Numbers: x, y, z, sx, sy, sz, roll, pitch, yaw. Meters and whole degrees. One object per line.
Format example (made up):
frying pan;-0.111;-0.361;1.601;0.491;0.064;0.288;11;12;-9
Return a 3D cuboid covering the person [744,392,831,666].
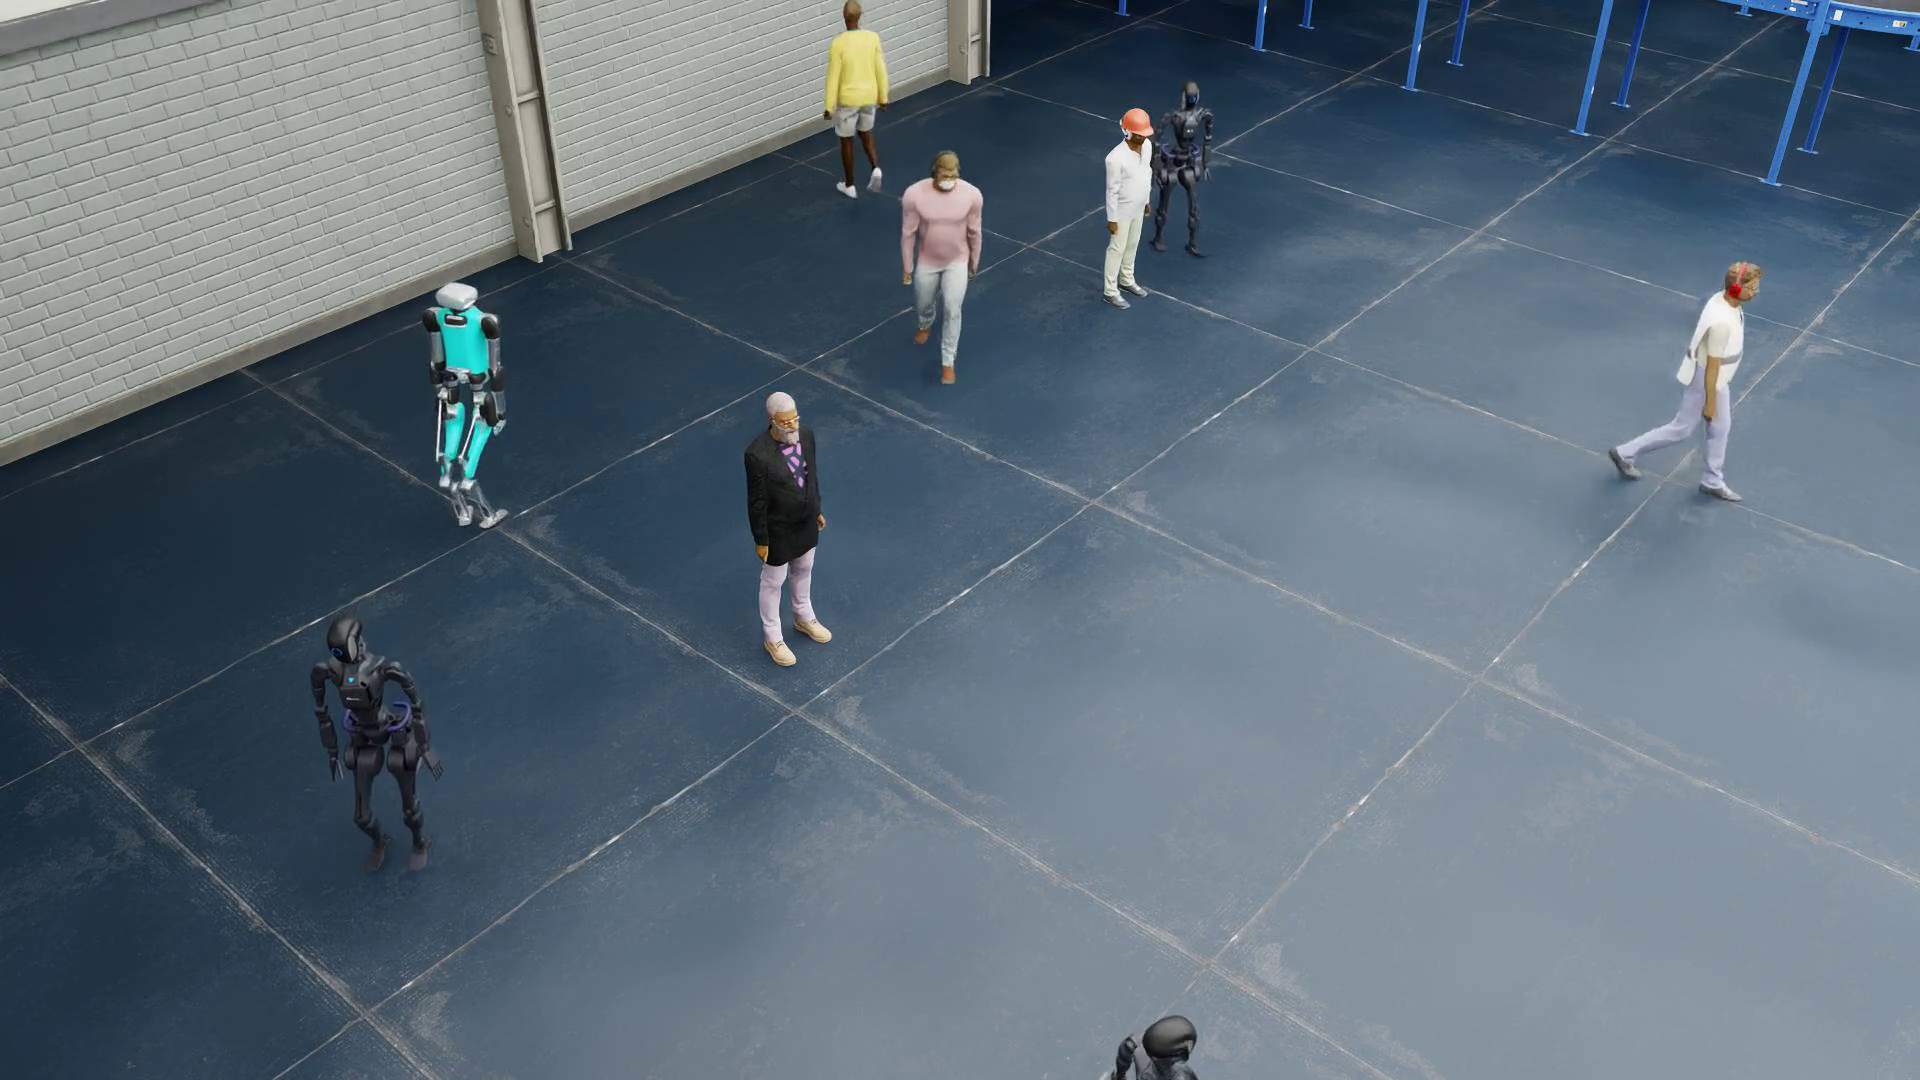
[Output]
person;-1.058;-0.096;10.154;0.403;1.854;0.544;28;44;34

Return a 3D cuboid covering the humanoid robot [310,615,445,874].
humanoid robot;-3.009;1.078;8.659;0.612;1.656;0.331;0;35;0

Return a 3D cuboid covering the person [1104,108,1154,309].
person;1.443;-2.815;14.067;0.345;1.744;0.562;25;42;31

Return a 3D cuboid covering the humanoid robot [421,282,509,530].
humanoid robot;-3.374;-0.826;11.223;0.531;1.714;0.734;7;36;9

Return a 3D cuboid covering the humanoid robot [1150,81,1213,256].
humanoid robot;1.965;-3.347;14.888;0.616;1.634;0.450;-10;37;-14

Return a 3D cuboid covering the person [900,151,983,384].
person;-0.140;-2.235;13.127;0.636;1.909;0.801;1;35;1

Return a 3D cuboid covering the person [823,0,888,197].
person;-0.976;-4.175;15.868;0.615;1.877;0.489;-19;40;-25

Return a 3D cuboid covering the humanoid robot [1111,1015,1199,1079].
humanoid robot;0.790;2.492;6.696;0.375;1.641;0.593;-22;41;-28

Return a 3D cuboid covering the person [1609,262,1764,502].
person;5.192;-1.124;11.638;0.895;1.814;0.579;20;40;25
